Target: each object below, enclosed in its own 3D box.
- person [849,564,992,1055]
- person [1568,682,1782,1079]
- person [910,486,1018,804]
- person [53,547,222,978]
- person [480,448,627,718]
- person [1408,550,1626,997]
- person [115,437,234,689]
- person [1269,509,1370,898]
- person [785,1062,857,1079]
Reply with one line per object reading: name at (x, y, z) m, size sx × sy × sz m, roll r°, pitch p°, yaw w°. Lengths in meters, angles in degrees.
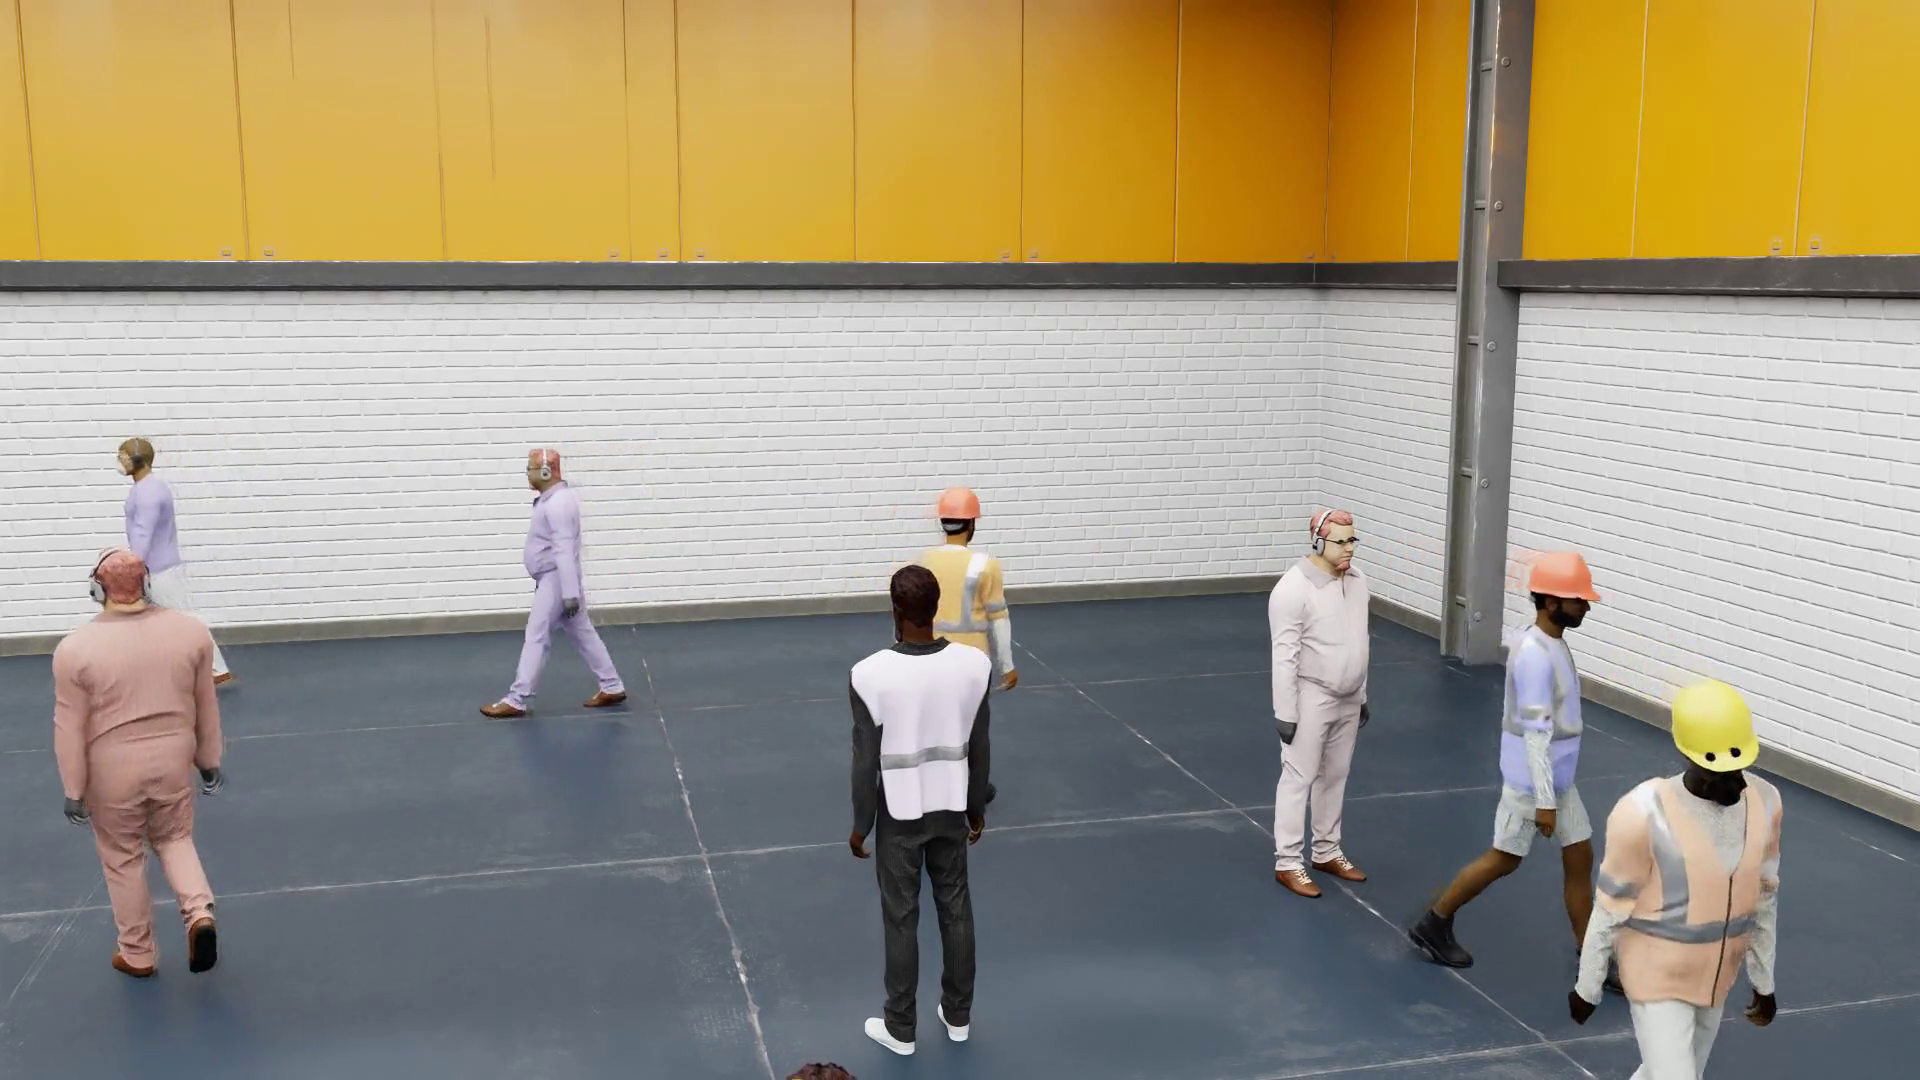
person at (-0.153, 1.047, 6.469) m, size 0.593 × 1.919 × 0.391 m, roll -4°, pitch 10°, yaw -26°
person at (2.148, 1.295, 5.085) m, size 0.641 × 1.882 × 0.737 m, roll -4°, pitch 10°, yaw -23°
person at (-0.029, 0.657, 9.030) m, size 0.551 × 1.893 × 0.983 m, roll 6°, pitch 11°, yaw 33°
person at (-3.456, 0.968, 7.039) m, size 0.593 × 1.890 × 0.662 m, roll 8°, pitch 12°, yaw 41°
person at (-2.779, 0.286, 11.425) m, size 0.992 × 1.857 × 0.677 m, roll -2°, pitch 9°, yaw -12°
person at (2.412, 0.969, 7.051) m, size 0.985 × 1.897 × 0.559 m, roll 5°, pitch 10°, yaw 30°
person at (-5.760, 0.208, 11.843) m, size 1.041 × 1.890 × 0.637 m, roll -6°, pitch 11°, yaw -32°
person at (1.791, 0.789, 8.150) m, size 0.644 × 1.903 × 0.401 m, roll -7°, pitch 12°, yaw -39°
person at (-0.231, 1.700, 2.545) m, size 0.535 × 1.869 × 0.312 m, roll 2°, pitch 9°, yaw 11°
